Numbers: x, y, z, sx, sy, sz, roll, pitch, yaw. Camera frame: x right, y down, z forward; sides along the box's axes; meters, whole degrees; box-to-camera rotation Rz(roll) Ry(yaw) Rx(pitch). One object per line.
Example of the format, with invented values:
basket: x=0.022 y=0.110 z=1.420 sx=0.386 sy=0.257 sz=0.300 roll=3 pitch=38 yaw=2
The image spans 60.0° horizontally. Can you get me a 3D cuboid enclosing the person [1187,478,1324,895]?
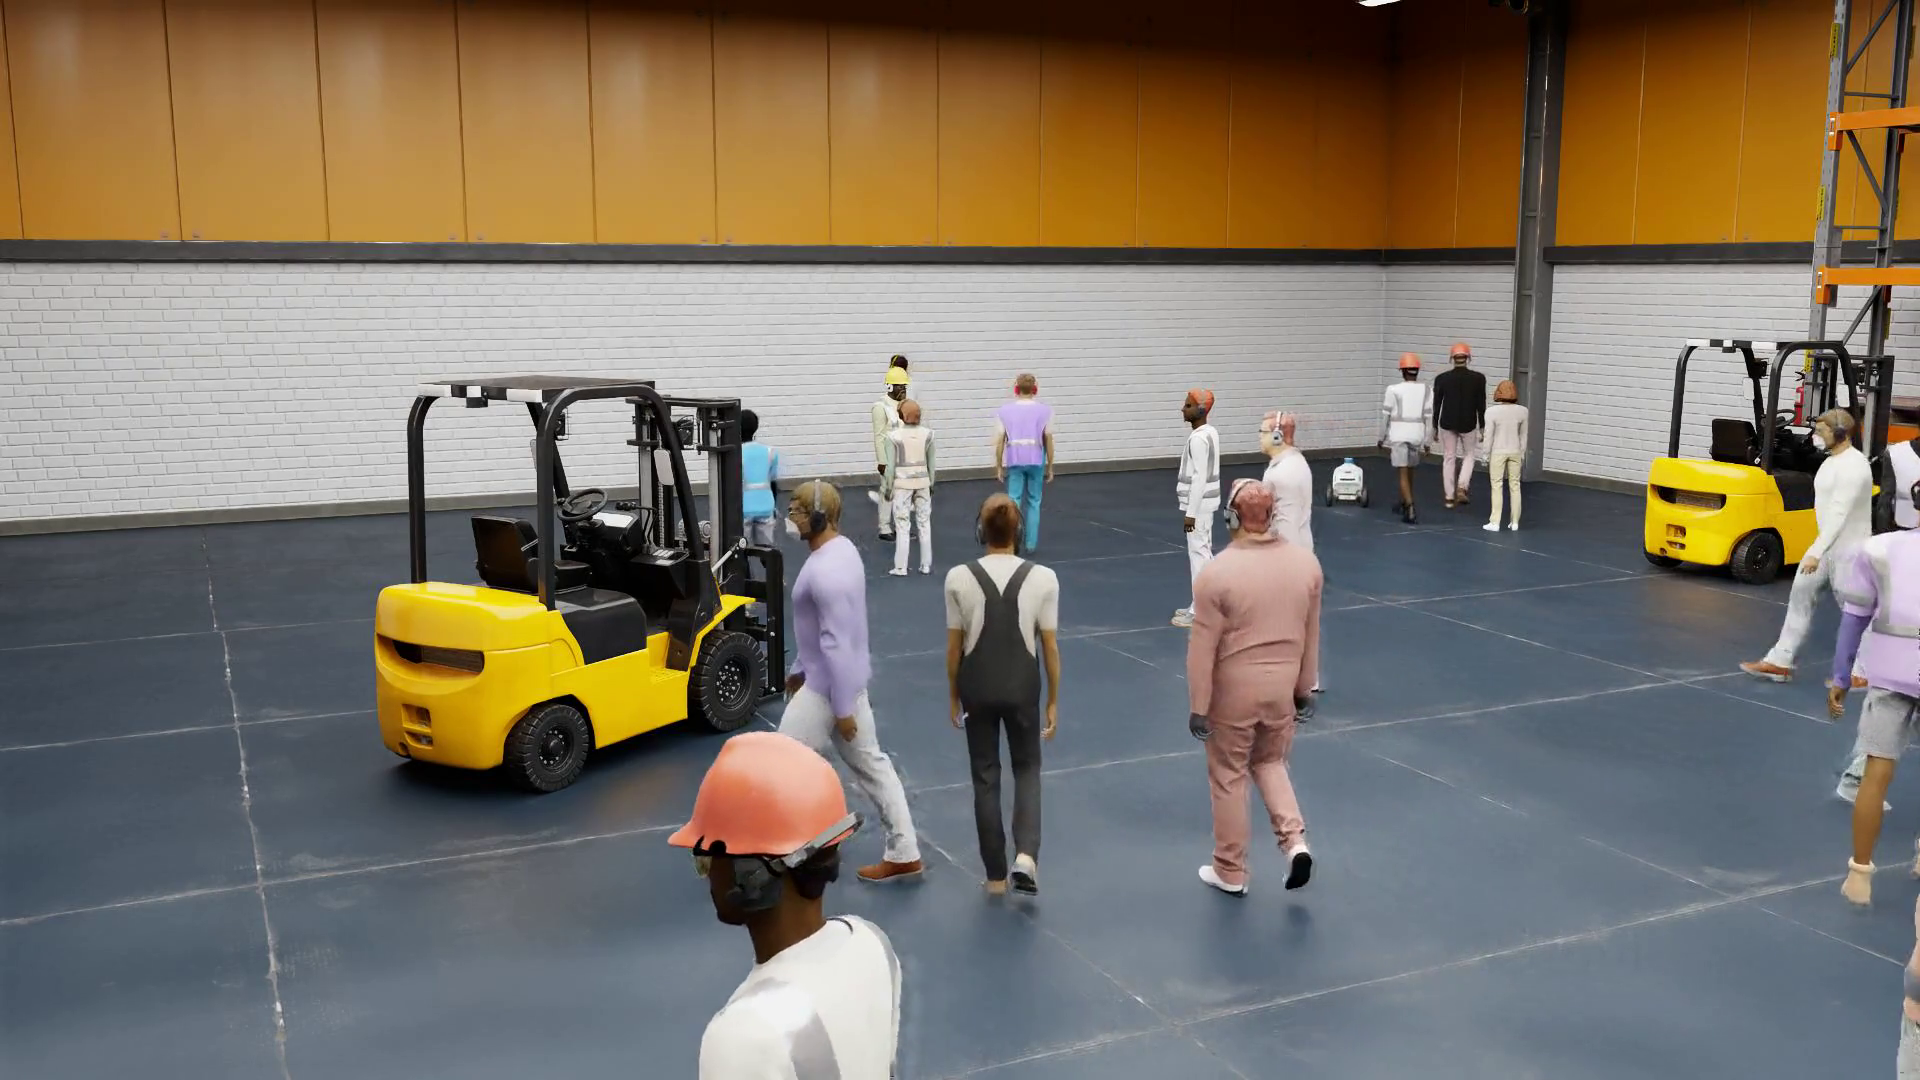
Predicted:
person: x=1.291 y=0.671 z=7.359 sx=0.663 sy=1.894 sz=0.515 roll=-4 pitch=10 yaw=-23

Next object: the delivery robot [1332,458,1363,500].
delivery robot: x=4.660 y=-0.738 z=19.966 sx=0.477 sy=0.478 sz=0.707 roll=2 pitch=10 yaw=14

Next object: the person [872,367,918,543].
person: x=-0.661 y=-0.878 z=17.220 sx=0.403 sy=1.825 sz=0.591 roll=6 pitch=11 yaw=32

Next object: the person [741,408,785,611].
person: x=-1.694 y=-0.233 z=13.602 sx=0.547 sy=1.683 sz=0.494 roll=-7 pitch=11 yaw=-36

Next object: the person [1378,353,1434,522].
person: x=5.055 y=-1.160 z=18.771 sx=0.544 sy=1.895 sz=0.974 roll=-1 pitch=9 yaw=-7

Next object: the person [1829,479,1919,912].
person: x=4.281 y=0.622 z=7.413 sx=0.701 sy=1.979 sz=0.961 roll=8 pitch=12 yaw=40

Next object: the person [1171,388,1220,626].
person: x=1.875 y=-0.255 z=13.161 sx=0.353 sy=1.882 sz=0.577 roll=2 pitch=9 yaw=15

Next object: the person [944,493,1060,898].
person: x=0.182 y=0.704 z=7.369 sx=0.505 sy=1.829 sz=0.427 roll=0 pitch=9 yaw=0

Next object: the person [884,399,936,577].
person: x=-0.454 y=-0.476 z=15.275 sx=0.515 sy=1.642 sz=0.307 roll=-5 pitch=10 yaw=-26

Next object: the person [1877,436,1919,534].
person: x=7.052 y=-0.092 z=12.211 sx=0.648 sy=1.881 sz=0.904 roll=3 pitch=10 yaw=16

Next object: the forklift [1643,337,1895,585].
forklift: x=7.551 y=-0.789 z=15.507 sx=2.313 sy=2.155 sz=1.214 roll=-4 pitch=10 yaw=-25

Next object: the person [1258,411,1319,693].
person: x=2.062 y=0.096 z=10.983 sx=0.732 sy=1.887 sz=0.652 roll=3 pitch=10 yaw=20

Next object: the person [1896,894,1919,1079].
person: x=2.312 y=1.283 z=3.545 sx=0.585 sy=1.912 sz=0.436 roll=2 pitch=9 yaw=14

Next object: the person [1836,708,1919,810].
person: x=4.950 y=0.616 z=8.370 sx=0.531 sy=1.683 sz=0.921 roll=-8 pitch=12 yaw=-40

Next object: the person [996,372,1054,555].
person: x=0.636 y=-0.722 z=16.258 sx=0.564 sy=1.820 sz=0.639 roll=1 pitch=9 yaw=6

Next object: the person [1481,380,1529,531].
person: x=5.878 y=-0.907 z=17.970 sx=0.499 sy=1.634 sz=0.285 roll=-1 pitch=9 yaw=-7

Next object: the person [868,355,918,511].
person: x=-0.723 y=-1.261 z=19.580 sx=0.552 sy=1.818 sz=0.995 roll=-7 pitch=12 yaw=-38

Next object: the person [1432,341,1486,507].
person: x=5.925 y=-1.369 z=19.774 sx=0.639 sy=1.973 sz=0.442 roll=4 pitch=10 yaw=22

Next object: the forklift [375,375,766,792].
forklift: x=-2.268 y=0.149 z=9.685 sx=1.214 sy=2.155 sz=2.313 roll=6 pitch=11 yaw=32

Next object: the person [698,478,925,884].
person: x=-0.639 y=0.660 z=7.494 sx=1.033 sy=1.886 sz=0.639 roll=1 pitch=9 yaw=5

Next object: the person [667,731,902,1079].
person: x=-0.218 y=1.331 z=2.896 sx=0.737 sy=2.020 sz=0.614 roll=2 pitch=9 yaw=15

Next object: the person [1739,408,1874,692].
person: x=5.714 y=0.074 z=11.090 sx=0.947 sy=1.895 sz=0.630 roll=2 pitch=9 yaw=11
